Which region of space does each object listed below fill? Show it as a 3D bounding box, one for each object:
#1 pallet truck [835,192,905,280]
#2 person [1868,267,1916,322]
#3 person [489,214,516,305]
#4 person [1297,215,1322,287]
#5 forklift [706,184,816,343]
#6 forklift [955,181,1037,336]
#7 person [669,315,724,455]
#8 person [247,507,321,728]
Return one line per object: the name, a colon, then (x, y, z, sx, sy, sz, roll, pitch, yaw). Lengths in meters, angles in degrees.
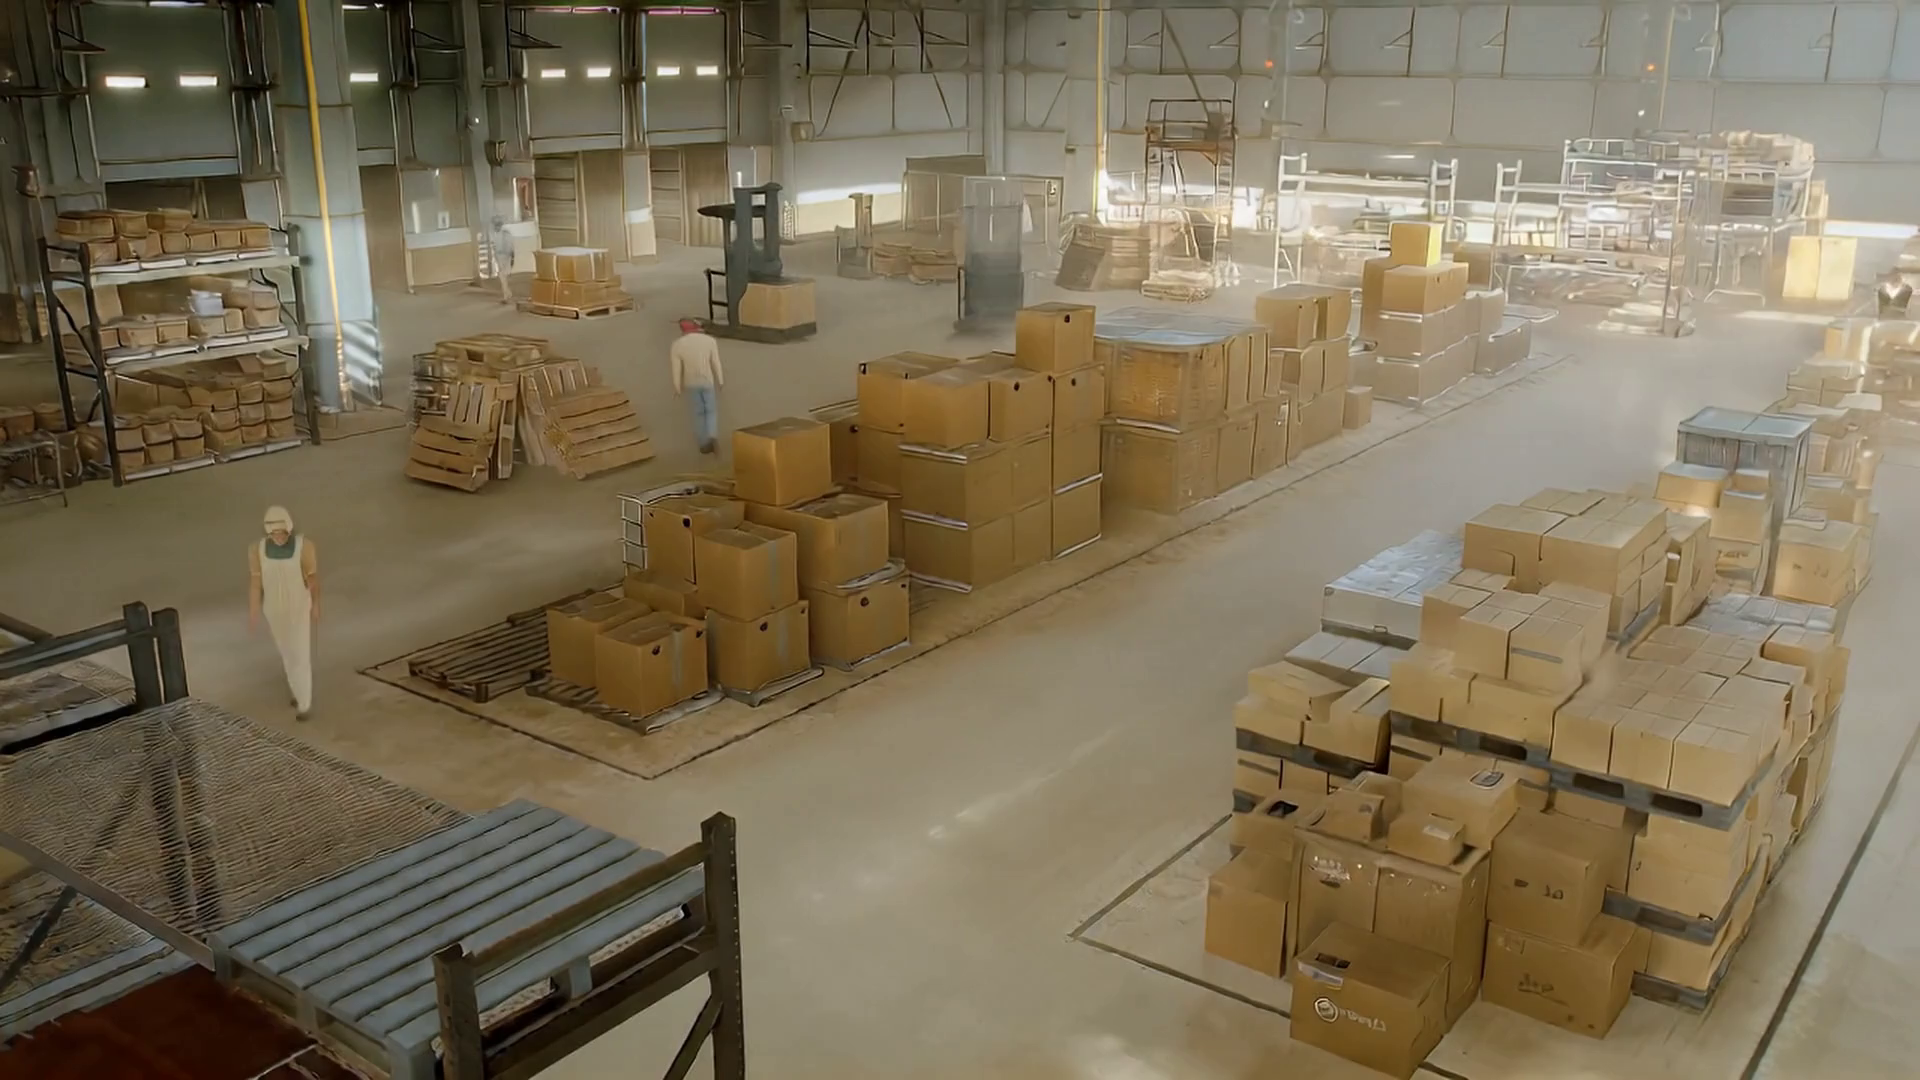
pallet truck: (-1.936, -7.159, 38.982, 1.885, 1.965, 0.823, -12, 21, -34)
person: (15.042, -3.473, 26.976, 0.626, 1.870, 0.959, 16, 23, 42)
person: (-9.609, -5.860, 34.814, 0.576, 1.913, 0.564, 6, 18, 19)
person: (7.425, -5.835, 34.822, 0.878, 1.889, 0.669, 7, 18, 22)
forklift: (-3.717, -5.181, 30.929, 1.873, 2.768, 1.129, 12, 21, 35)
forklift: (0.736, -5.447, 31.811, 1.129, 2.768, 1.873, 6, 18, 19)
person: (-3.498, -2.049, 22.222, 0.713, 1.900, 0.517, -5, 18, -17)
person: (-5.502, 0.623, 13.541, 0.534, 1.804, 0.933, -3, 17, -9)
